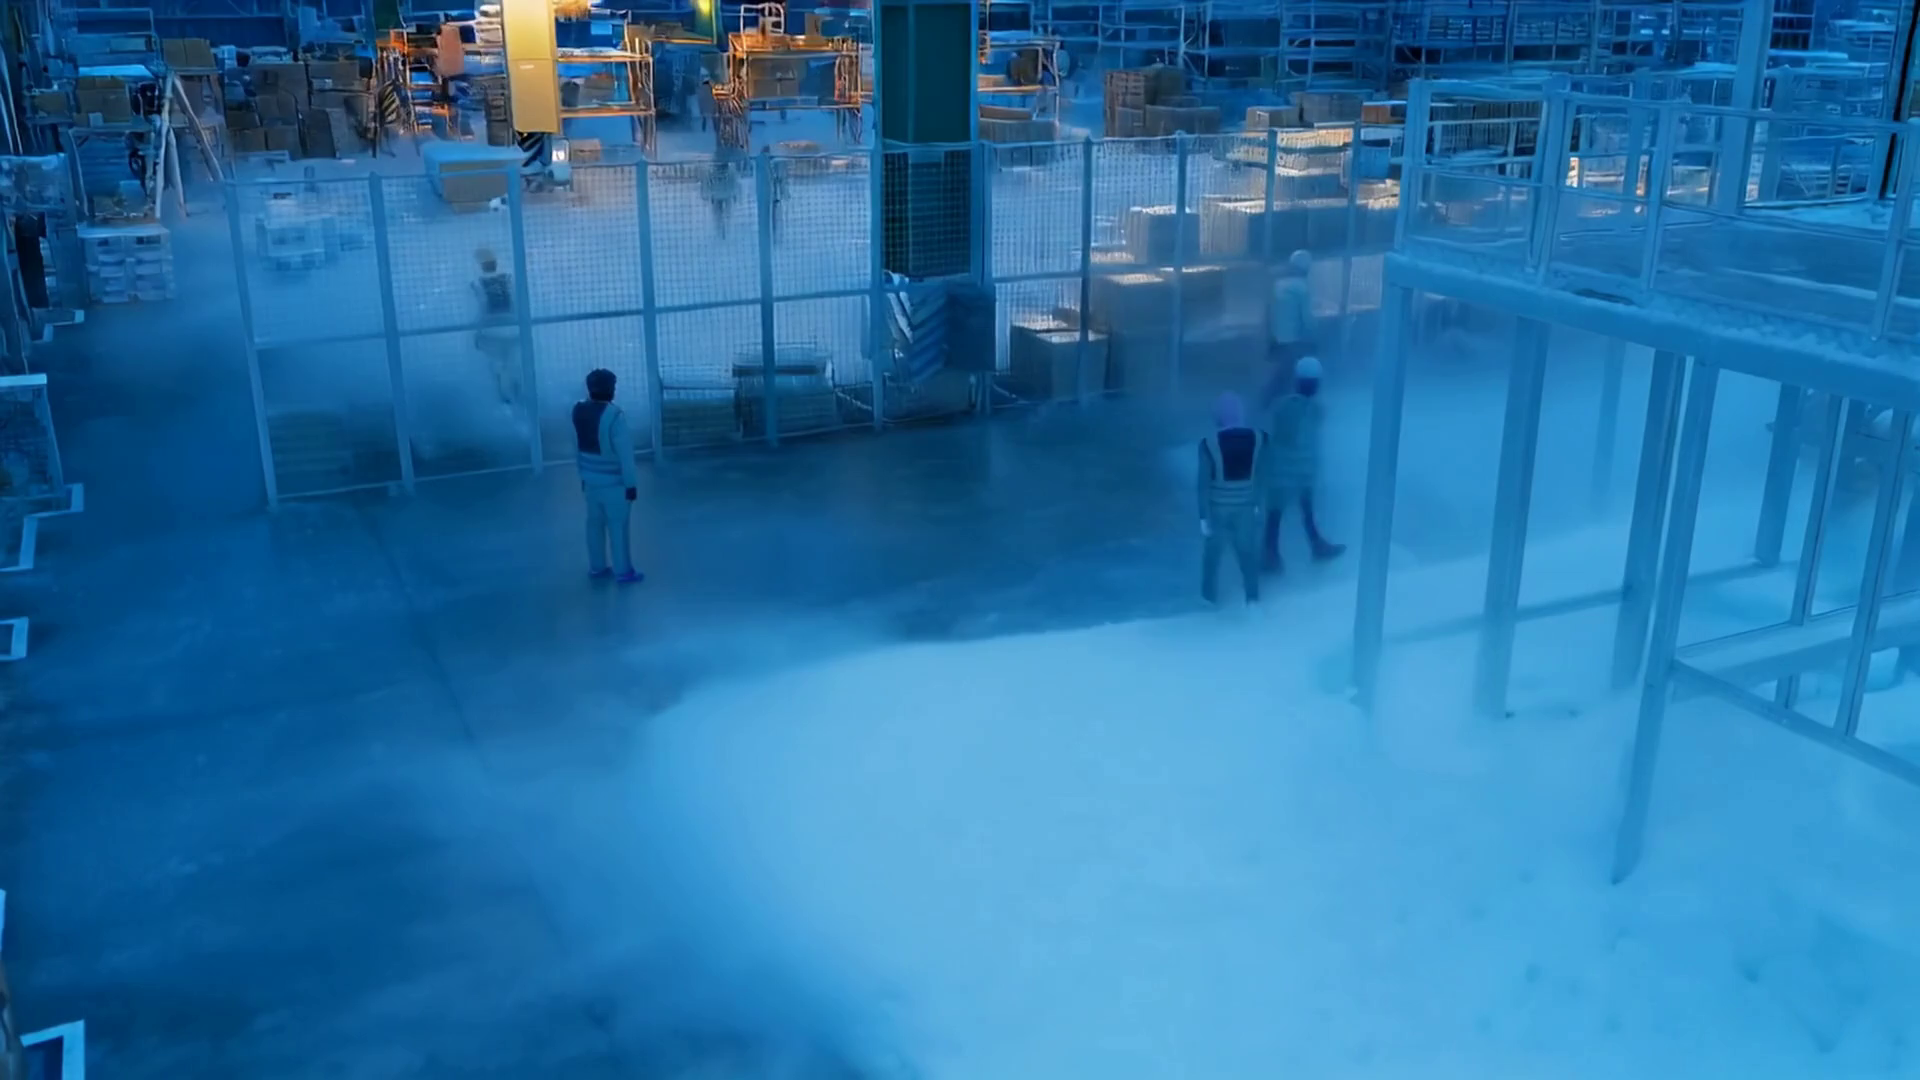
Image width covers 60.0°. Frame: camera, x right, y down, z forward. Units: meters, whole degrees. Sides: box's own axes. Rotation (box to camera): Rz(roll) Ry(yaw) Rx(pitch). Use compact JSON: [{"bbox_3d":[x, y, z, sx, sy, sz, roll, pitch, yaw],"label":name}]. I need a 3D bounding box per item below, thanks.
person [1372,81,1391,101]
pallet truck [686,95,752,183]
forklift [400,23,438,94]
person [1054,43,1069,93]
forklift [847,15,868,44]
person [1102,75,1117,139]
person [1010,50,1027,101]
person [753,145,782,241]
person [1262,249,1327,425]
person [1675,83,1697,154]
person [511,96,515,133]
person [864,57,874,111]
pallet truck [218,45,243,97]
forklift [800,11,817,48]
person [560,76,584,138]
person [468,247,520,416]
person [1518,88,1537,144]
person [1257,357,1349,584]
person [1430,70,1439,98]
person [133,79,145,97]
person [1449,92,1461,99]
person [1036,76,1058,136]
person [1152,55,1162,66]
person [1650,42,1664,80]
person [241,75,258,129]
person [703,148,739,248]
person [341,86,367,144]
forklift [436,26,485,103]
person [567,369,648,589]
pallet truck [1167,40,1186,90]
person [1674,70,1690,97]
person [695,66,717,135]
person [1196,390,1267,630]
[{"bbox_3d":[11.637,-11.832,46.430,0.742,1.897,0.985,-12,22,-30],"label":"person"},{"bbox_3d":[-5.836,-9.608,39.856,0.823,1.965,1.885,10,22,27],"label":"pallet truck"},{"bbox_3d":[-22.112,-19.218,66.378,1.129,2.768,1.873,13,23,33],"label":"forklift"},{"bbox_3d":[4.121,-19.193,67.644,0.608,1.995,0.377,6,20,16],"label":"person"},{"bbox_3d":[-4.705,-22.817,76.811,1.129,2.768,1.873,0,19,-1],"label":"forklift"},{"bbox_3d":[4.485,-12.969,49.813,0.510,1.860,0.325,15,24,37],"label":"person"},{"bbox_3d":[2.235,-17.849,63.904,0.660,1.887,1.002,-3,19,-8],"label":"person"},{"bbox_3d":[-3.557,-6.389,30.764,0.524,1.847,0.802,-3,19,-9],"label":"person"},{"bbox_3d":[3.844,-2.276,18.655,0.973,1.953,0.657,-7,20,-19],"label":"person"},{"bbox_3d":[19.918,-11.659,45.933,0.587,1.911,0.609,-8,20,-21],"label":"person"},{"bbox_3d":[-11.120,-10.387,42.273,0.595,1.903,0.863,9,21,24],"label":"person"},{"bbox_3d":[-3.089,-16.144,58.990,0.650,1.887,1.032,-9,21,-25],"label":"person"},{"bbox_3d":[-28.879,-18.665,66.111,0.823,1.965,1.885,-3,19,-9],"label":"pallet truck"},{"bbox_3d":[-7.422,-24.767,82.464,1.873,2.768,1.129,-9,21,-25],"label":"forklift"},{"bbox_3d":[-11.335,-12.669,48.880,0.655,1.903,0.910,8,20,21],"label":"person"},{"bbox_3d":[-5.323,-2.404,19.105,0.636,1.907,0.670,-11,22,-30],"label":"person"},{"bbox_3d":[15.691,-11.627,46.083,0.548,1.748,0.534,-6,20,-16],"label":"person"},{"bbox_3d":[2.894,-0.580,13.864,1.032,1.865,0.582,-8,20,-21],"label":"person"},{"bbox_3d":[16.016,-15.172,56.582,0.526,1.600,0.831,4,19,12],"label":"person"},{"bbox_3d":[-25.331,-13.403,51.415,0.520,1.633,0.313,6,20,17],"label":"person"},{"bbox_3d":[12.667,-10.627,42.933,0.764,1.910,0.580,-2,19,-6],"label":"person"},{"bbox_3d":[2.508,-12.889,49.570,0.738,1.860,0.573,6,20,16],"label":"person"},{"bbox_3d":[7.738,-18.124,65.032,0.530,1.672,0.749,-17,25,-40],"label":"person"},{"bbox_3d":[31.464,-21.624,75.162,0.552,1.668,0.701,15,24,37],"label":"person"},{"bbox_3d":[-21.028,-12.806,49.259,0.413,1.911,0.637,-16,25,-39],"label":"person"},{"bbox_3d":[-4.389,-6.259,30.457,0.645,1.788,0.898,2,19,4],"label":"person"},{"bbox_3d":[-17.587,-12.274,48.086,0.850,1.663,0.525,11,22,29],"label":"person"},{"bbox_3d":[-18.846,-17.774,62.194,1.873,2.768,1.129,3,19,10],"label":"forklift"},{"bbox_3d":[-2.901,-0.503,13.704,0.625,1.841,0.429,12,22,31],"label":"person"},{"bbox_3d":[9.045,-19.971,69.895,0.823,1.965,1.885,-3,19,-8],"label":"pallet truck"},{"bbox_3d":[24.282,-14.952,55.929,0.491,1.619,0.503,-12,22,-31],"label":"person"},{"bbox_3d":[-7.791,-13.459,50.954,0.688,2.000,0.539,2,19,5],"label":"person"},{"bbox_3d":[2.126,-0.236,12.920,0.581,1.854,0.886,-3,19,-9],"label":"person"}]
